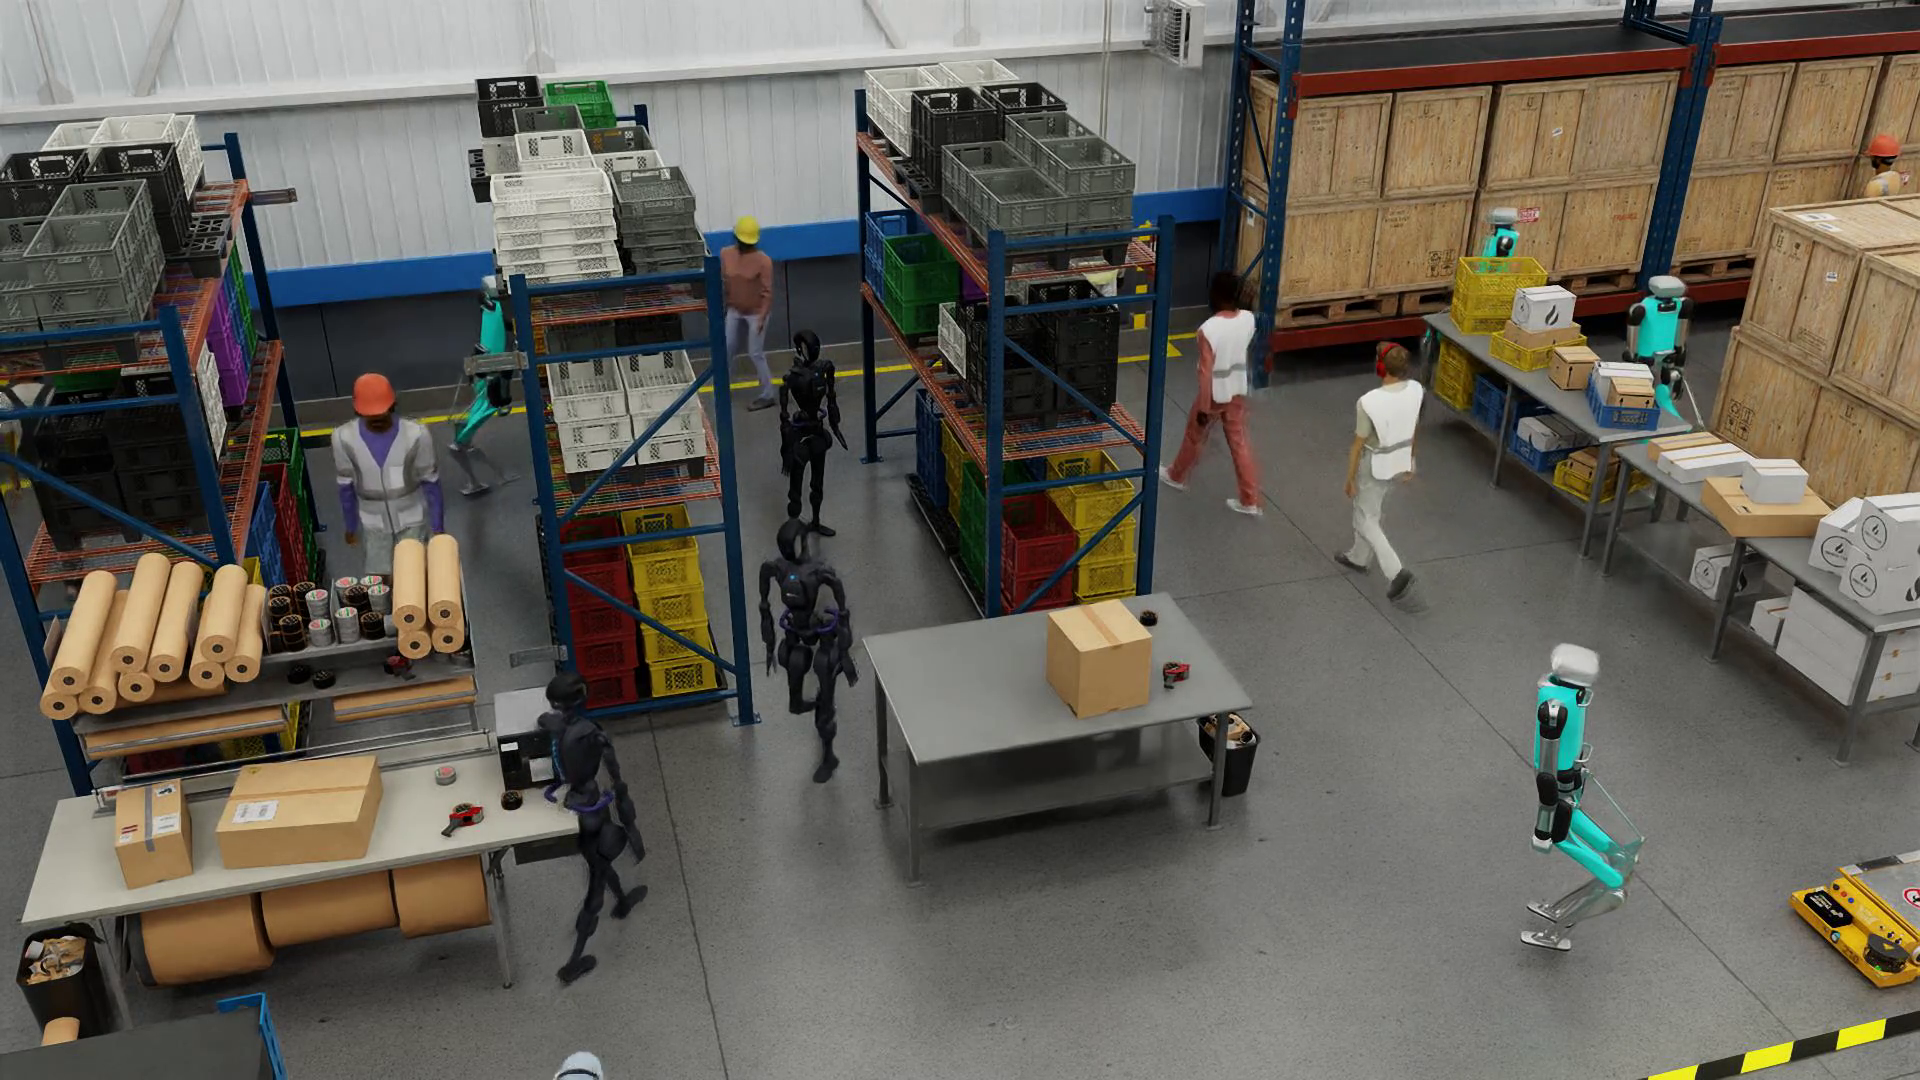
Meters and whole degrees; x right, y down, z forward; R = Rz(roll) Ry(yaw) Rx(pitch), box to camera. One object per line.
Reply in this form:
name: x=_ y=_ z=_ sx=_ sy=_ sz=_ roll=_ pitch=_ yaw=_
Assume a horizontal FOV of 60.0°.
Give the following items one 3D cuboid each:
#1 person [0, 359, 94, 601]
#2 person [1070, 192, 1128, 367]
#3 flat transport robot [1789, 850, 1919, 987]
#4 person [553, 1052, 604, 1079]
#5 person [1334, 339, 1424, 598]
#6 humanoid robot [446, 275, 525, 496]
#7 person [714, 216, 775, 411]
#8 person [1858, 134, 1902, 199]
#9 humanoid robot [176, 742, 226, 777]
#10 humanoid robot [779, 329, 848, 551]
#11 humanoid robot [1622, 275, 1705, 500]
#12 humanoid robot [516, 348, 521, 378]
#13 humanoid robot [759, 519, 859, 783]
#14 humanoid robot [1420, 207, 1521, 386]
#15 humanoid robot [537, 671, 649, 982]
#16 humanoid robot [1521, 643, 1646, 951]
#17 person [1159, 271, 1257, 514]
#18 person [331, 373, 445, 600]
person: x=-6.268 y=-0.481 z=11.458 sx=0.543 sy=1.797 sz=0.958 roll=-8 pitch=30 yaw=-14
person: x=1.186 y=-2.343 z=14.792 sx=0.633 sy=1.841 sz=0.429 roll=-12 pitch=31 yaw=-21
flat transport robot: x=5.163 y=1.916 z=8.676 sx=1.431 sy=0.231 sz=0.659 roll=-8 pitch=30 yaw=-14
person: x=-1.284 y=2.558 z=5.872 sx=0.601 sy=1.837 sz=0.604 roll=-8 pitch=30 yaw=-14
person: x=2.920 y=-0.480 z=11.428 sx=0.566 sy=1.822 sz=0.753 roll=-17 pitch=33 yaw=-28
humanoid robot: x=-3.704 y=-1.100 z=12.645 sx=0.838 sy=1.761 sz=0.571 roll=-22 pitch=36 yaw=-34
person: x=-1.855 y=-1.937 z=14.168 sx=0.604 sy=1.728 sz=0.346 roll=12 pitch=31 yaw=21
person: x=8.462 y=-2.826 z=15.574 sx=0.546 sy=1.933 sz=0.372 roll=-24 pitch=37 yaw=-37
humanoid robot: x=-4.020 y=1.044 z=8.802 sx=0.388 sy=1.645 sz=0.611 roll=-16 pitch=33 yaw=-27
humanoid robot: x=-1.087 y=-0.745 z=12.038 sx=0.315 sy=1.657 sz=0.599 roll=23 pitch=36 yaw=35
humanoid robot: x=5.321 y=-1.020 z=12.586 sx=0.540 sy=1.873 sz=0.737 roll=-8 pitch=30 yaw=-14
humanoid robot: x=-3.209 y=-1.498 z=13.223 sx=0.735 sy=1.677 sz=0.533 roll=8 pitch=30 yaw=14
humanoid robot: x=-0.839 y=0.580 z=9.656 sx=0.600 sy=1.637 sz=0.552 roll=8 pitch=30 yaw=14
humanoid robot: x=4.347 y=-2.026 z=14.348 sx=1.050 sy=1.731 sz=0.553 roll=8 pitch=30 yaw=15
humanoid robot: x=-1.843 y=1.366 z=8.257 sx=0.599 sy=1.625 sz=0.775 roll=16 pitch=33 yaw=27
humanoid robot: x=3.093 y=1.311 z=8.116 sx=0.735 sy=1.673 sz=0.533 roll=15 pitch=32 yaw=25
person: x=1.953 y=-1.142 z=12.581 sx=0.611 sy=1.860 sz=1.020 roll=-21 pitch=35 yaw=-34
person: x=-3.587 y=-0.113 z=10.540 sx=0.637 sy=2.029 sz=0.440 roll=-6 pitch=29 yaw=-10
